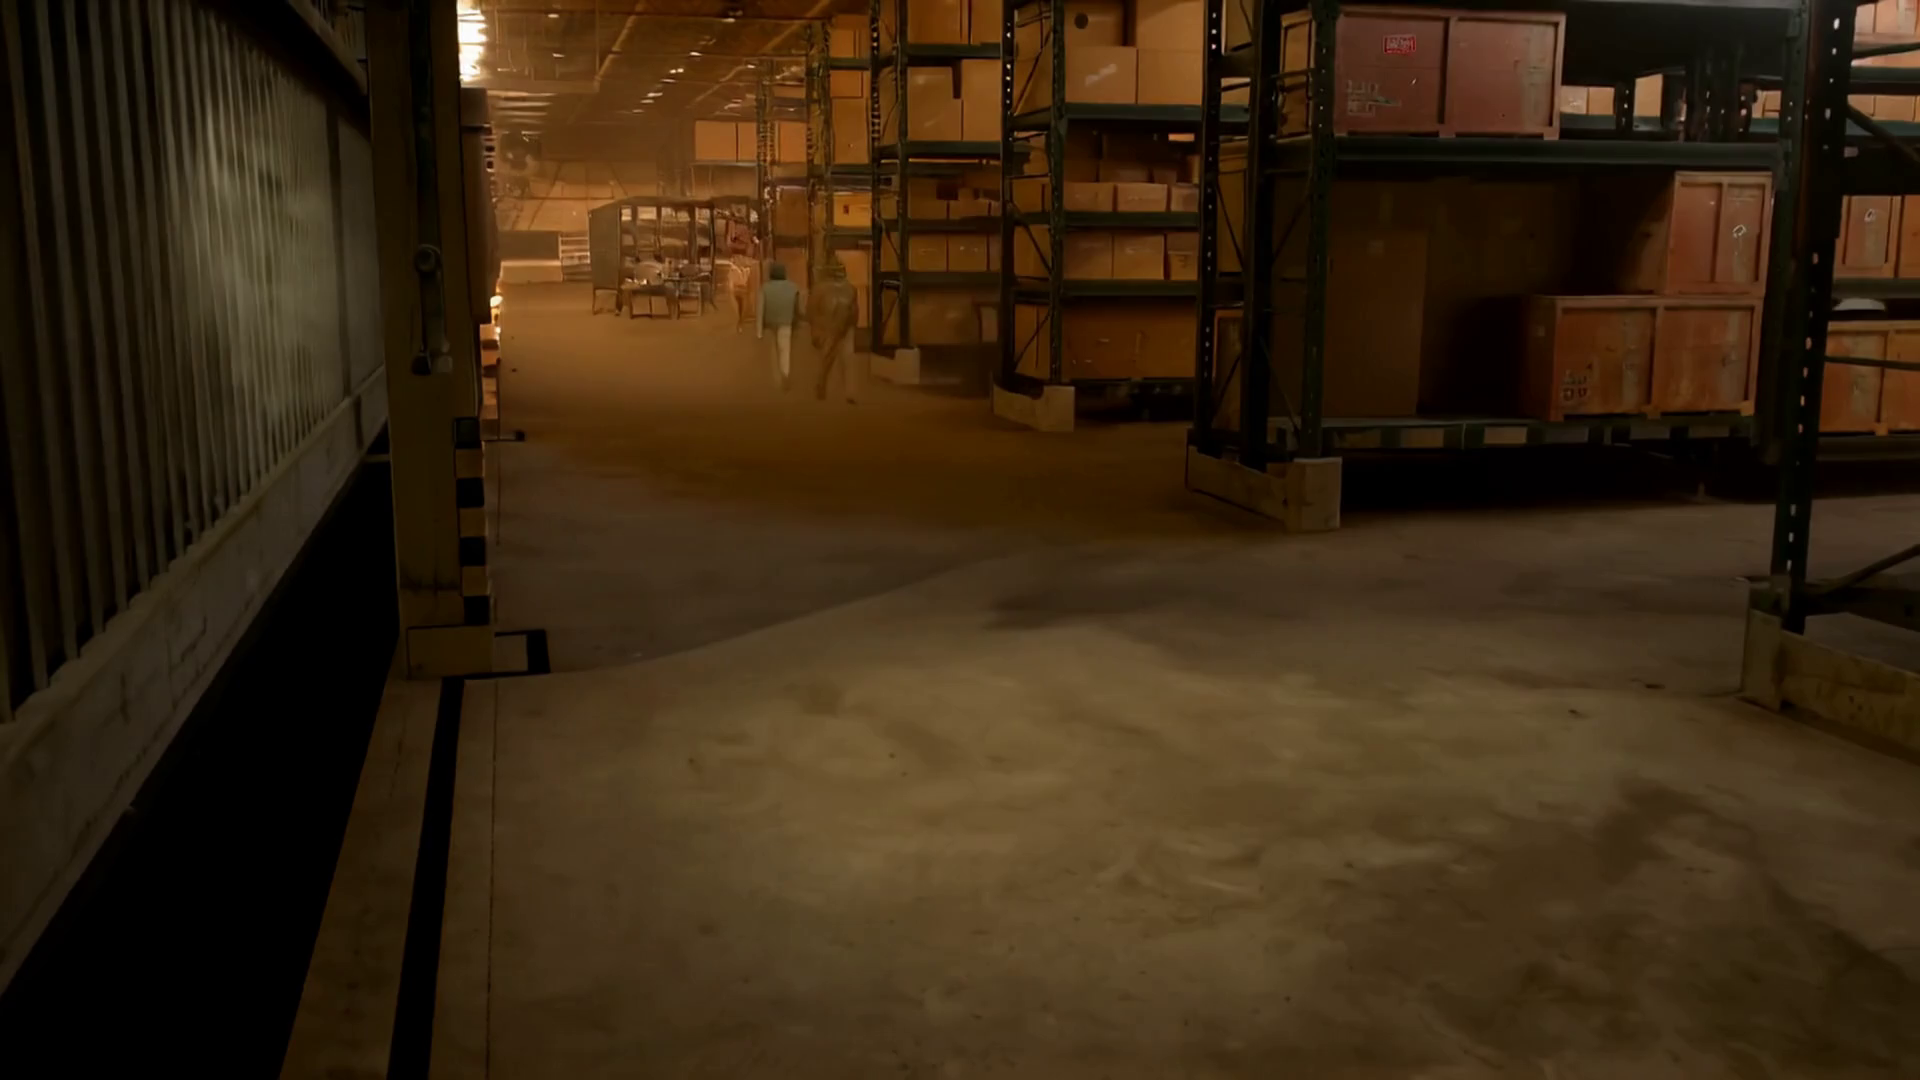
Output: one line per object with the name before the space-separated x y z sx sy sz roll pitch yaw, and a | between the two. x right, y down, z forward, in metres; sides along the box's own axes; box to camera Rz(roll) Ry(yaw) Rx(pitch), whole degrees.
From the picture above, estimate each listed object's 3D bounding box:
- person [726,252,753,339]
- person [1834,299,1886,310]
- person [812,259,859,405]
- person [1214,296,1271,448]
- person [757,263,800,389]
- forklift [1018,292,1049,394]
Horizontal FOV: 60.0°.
person | -4.899 -5.390 36.703 0.691 1.899 0.778 -9 13 -42
person | 9.458 -1.934 17.432 0.920 1.785 0.617 -3 10 -15
person | -1.626 -2.711 21.598 0.658 1.871 0.951 -4 11 -24
person | 2.837 -1.783 16.659 0.572 1.750 0.330 3 10 15
person | -2.589 -3.063 23.828 0.642 1.799 0.932 -3 11 -18
forklift | 1.187 -3.422 22.748 1.873 2.768 1.129 -3 10 -15
